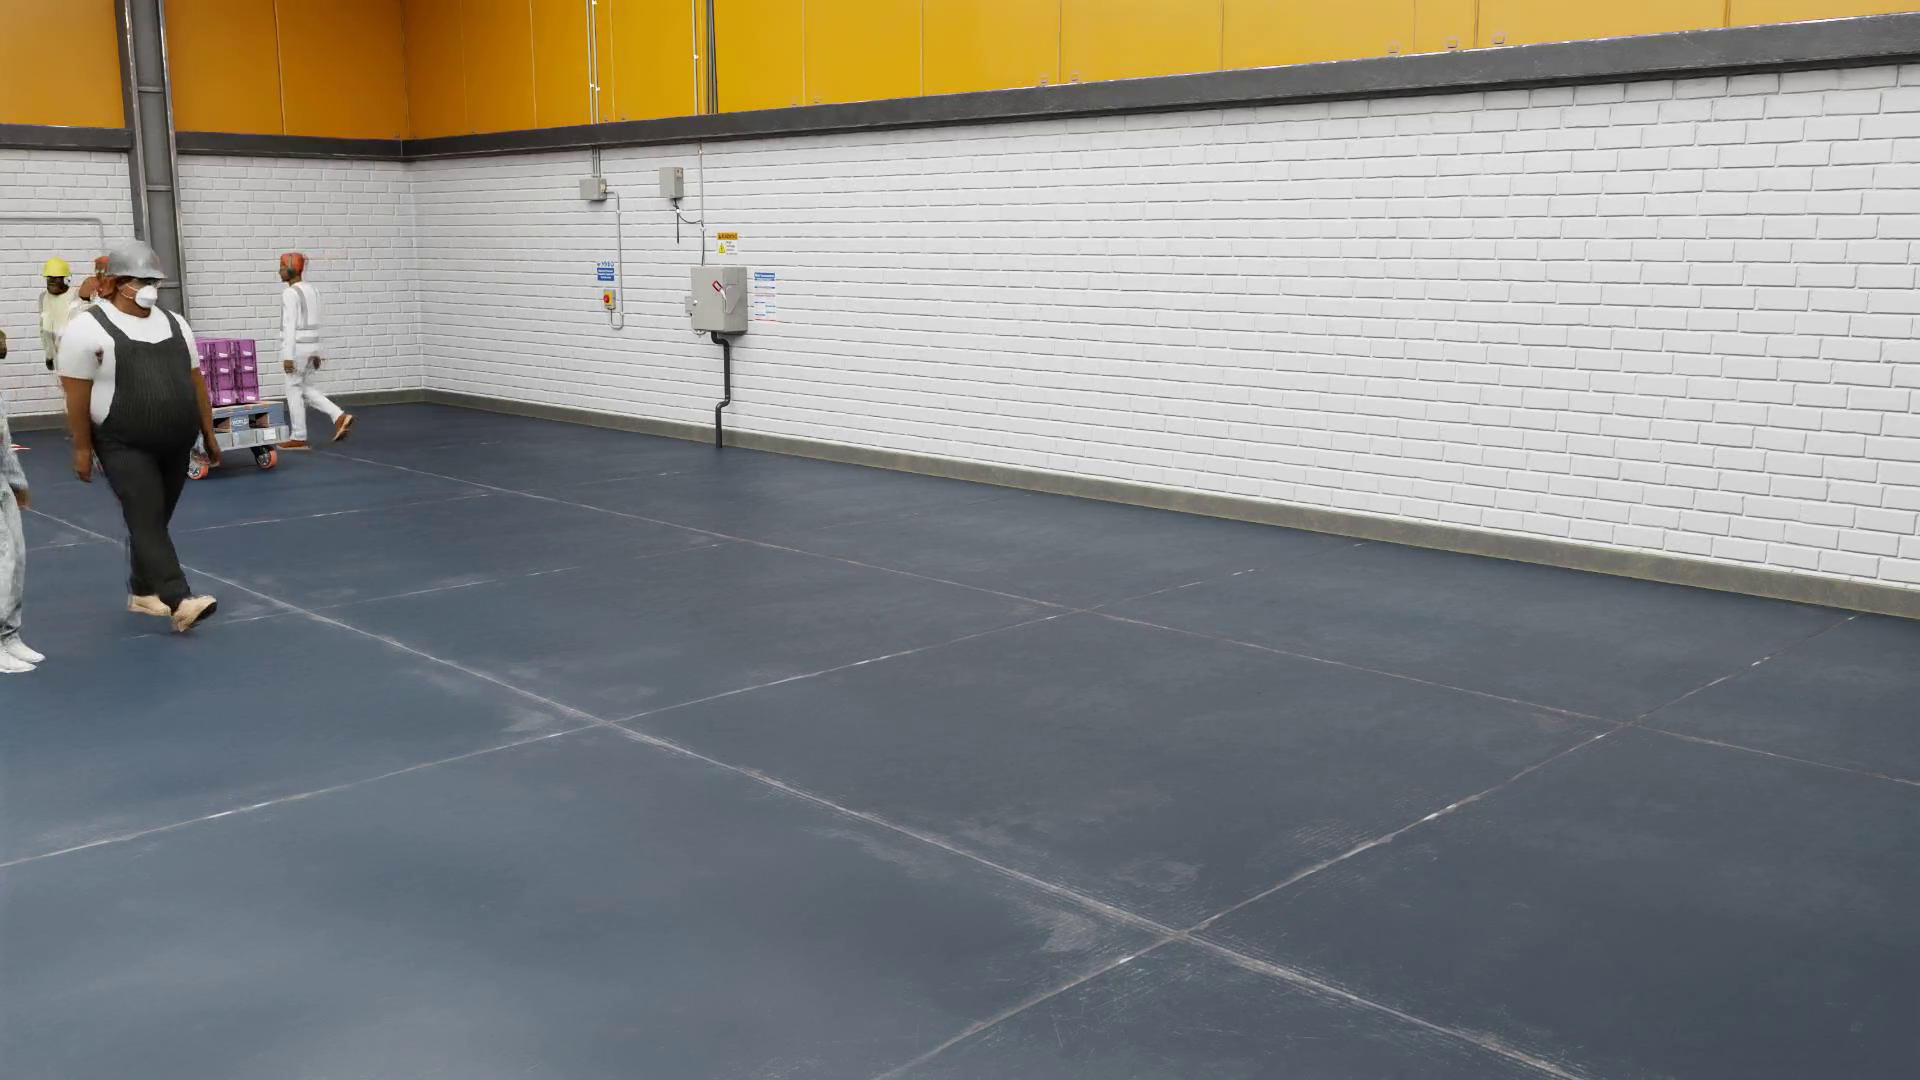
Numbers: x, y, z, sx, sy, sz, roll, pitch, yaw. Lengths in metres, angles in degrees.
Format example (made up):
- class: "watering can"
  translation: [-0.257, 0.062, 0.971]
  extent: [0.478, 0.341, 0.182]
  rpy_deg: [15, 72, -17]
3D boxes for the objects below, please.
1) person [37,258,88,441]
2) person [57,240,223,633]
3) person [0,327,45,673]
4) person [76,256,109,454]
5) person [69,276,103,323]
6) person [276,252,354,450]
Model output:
- class: "person"
  translation: [-8.729, -1.847, 16.299]
  extent: [0.606, 1.806, 0.479]
  rpy_deg: [2, 11, 13]
- class: "person"
  translation: [-4.127, -0.555, 8.570]
  extent: [0.976, 2.000, 0.697]
  rpy_deg: [5, 12, 27]
- class: "person"
  translation: [-4.537, -0.236, 7.782]
  extent: [0.376, 1.698, 0.579]
  rpy_deg: [-2, 11, -10]
- class: "person"
  translation: [-7.844, -1.723, 15.520]
  extent: [0.596, 1.835, 0.979]
  rpy_deg: [4, 11, 19]
- class: "person"
  translation: [-8.241, -1.700, 15.920]
  extent: [0.501, 1.633, 0.283]
  rpy_deg: [1, 10, 4]
- class: "person"
  translation: [-6.156, -1.768, 15.670]
  extent: [0.618, 1.865, 0.581]
  rpy_deg: [0, 10, -2]
